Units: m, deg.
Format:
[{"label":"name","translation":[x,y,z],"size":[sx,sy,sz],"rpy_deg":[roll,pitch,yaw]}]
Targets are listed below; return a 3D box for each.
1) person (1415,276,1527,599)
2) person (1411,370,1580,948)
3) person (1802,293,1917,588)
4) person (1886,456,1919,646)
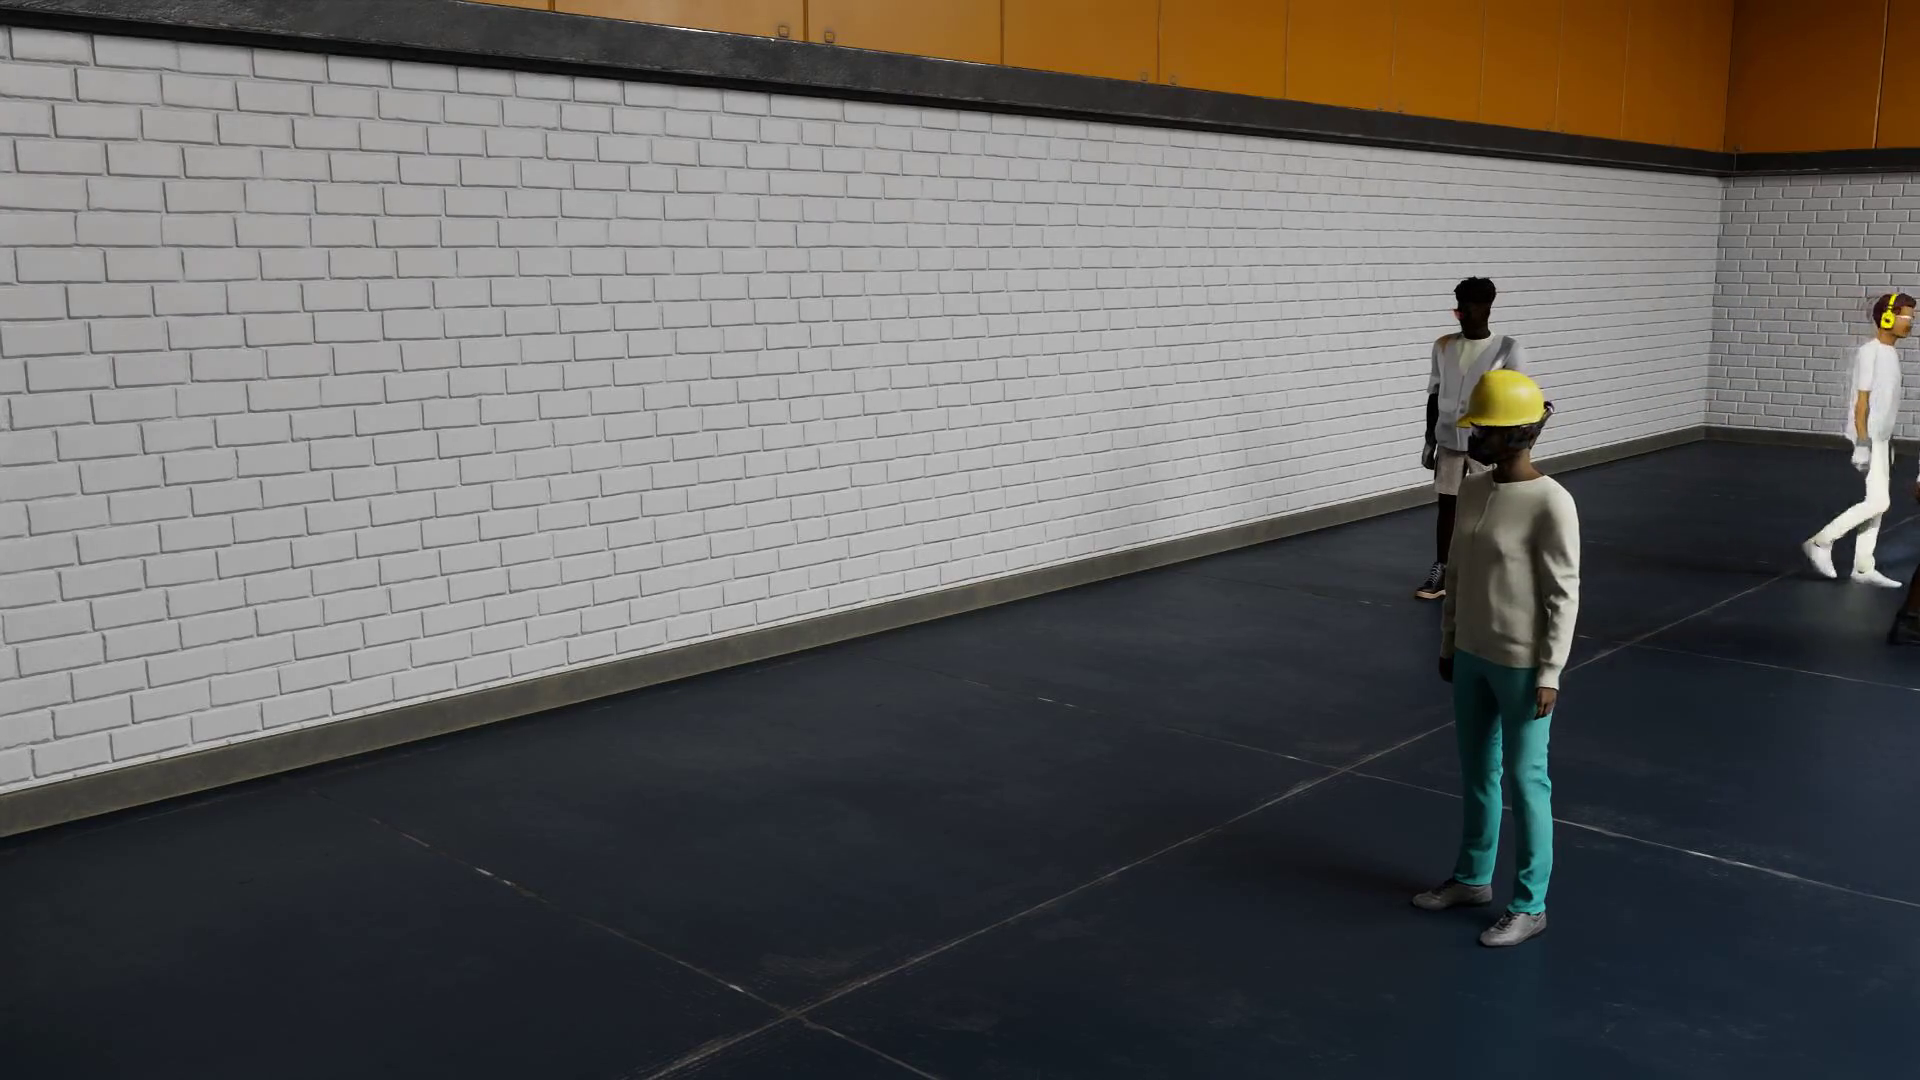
[{"label":"person","translation":[3.055,-0.590,9.968],"size":[0.600,1.960,0.374],"rpy_deg":[9,13,41]},{"label":"person","translation":[1.648,0.361,5.110],"size":[0.318,1.766,0.533],"rpy_deg":[-4,11,-20]},{"label":"person","translation":[5.729,-0.622,10.477],"size":[0.455,1.854,0.518],"rpy_deg":[10,14,44]},{"label":"person","translation":[5.455,-0.355,8.863],"size":[1.012,1.875,0.552],"rpy_deg":[-1,10,-4]}]
